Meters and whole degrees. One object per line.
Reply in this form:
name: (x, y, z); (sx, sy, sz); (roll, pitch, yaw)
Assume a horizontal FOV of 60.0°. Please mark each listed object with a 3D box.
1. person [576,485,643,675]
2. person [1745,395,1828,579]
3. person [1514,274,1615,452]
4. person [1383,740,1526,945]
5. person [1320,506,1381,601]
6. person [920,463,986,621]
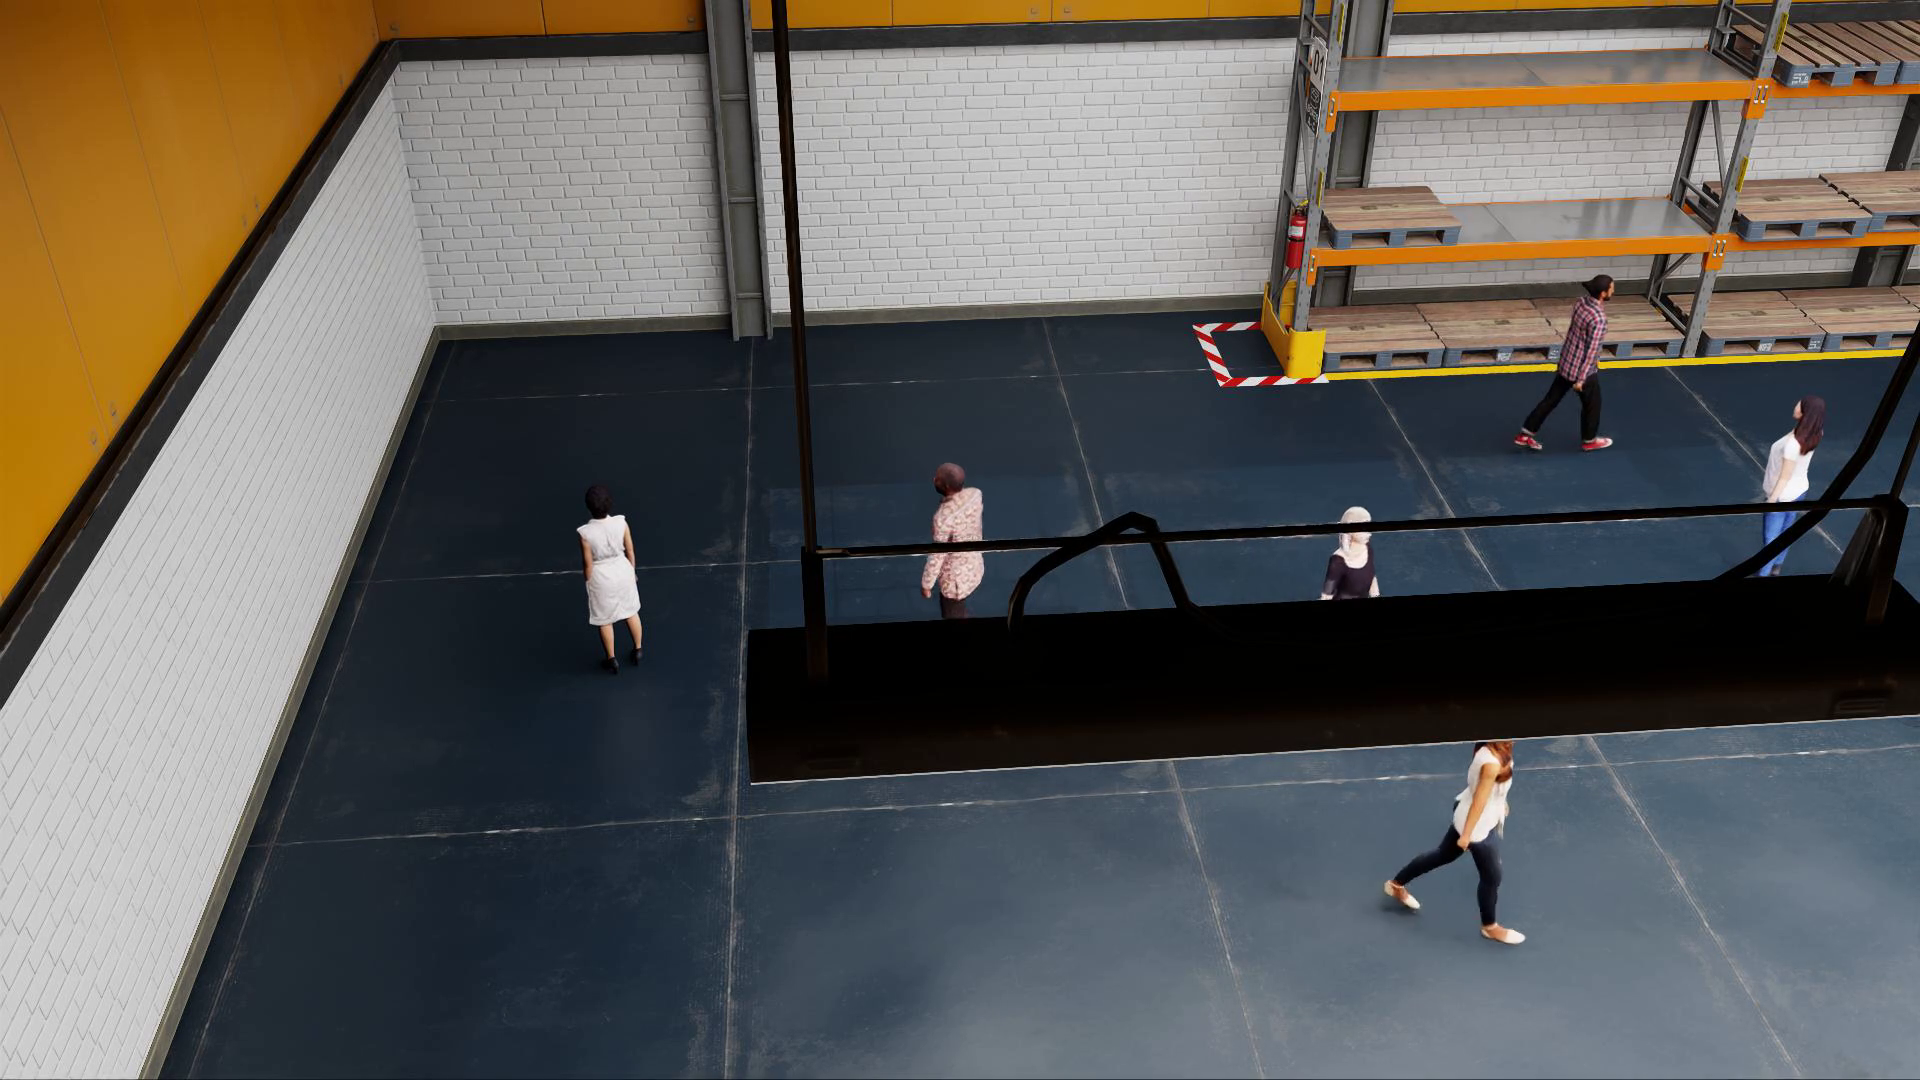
person: (-2.527, 0.280, 12.009); (0.587, 1.555, 0.698); (-18, 38, -25)
person: (6.370, -0.344, 12.832); (0.650, 1.684, 0.746); (-25, 41, -32)
person: (5.329, -1.515, 14.546); (1.173, 1.735, 0.784); (-7, 34, -11)
person: (2.944, 1.626, 9.809); (1.159, 1.750, 0.856); (9, 35, 14)
person: (2.547, 0.529, 11.434); (1.199, 1.777, 1.141); (25, 41, 32)
person: (0.043, 0.251, 11.835); (0.849, 1.796, 0.825); (19, 38, 27)
